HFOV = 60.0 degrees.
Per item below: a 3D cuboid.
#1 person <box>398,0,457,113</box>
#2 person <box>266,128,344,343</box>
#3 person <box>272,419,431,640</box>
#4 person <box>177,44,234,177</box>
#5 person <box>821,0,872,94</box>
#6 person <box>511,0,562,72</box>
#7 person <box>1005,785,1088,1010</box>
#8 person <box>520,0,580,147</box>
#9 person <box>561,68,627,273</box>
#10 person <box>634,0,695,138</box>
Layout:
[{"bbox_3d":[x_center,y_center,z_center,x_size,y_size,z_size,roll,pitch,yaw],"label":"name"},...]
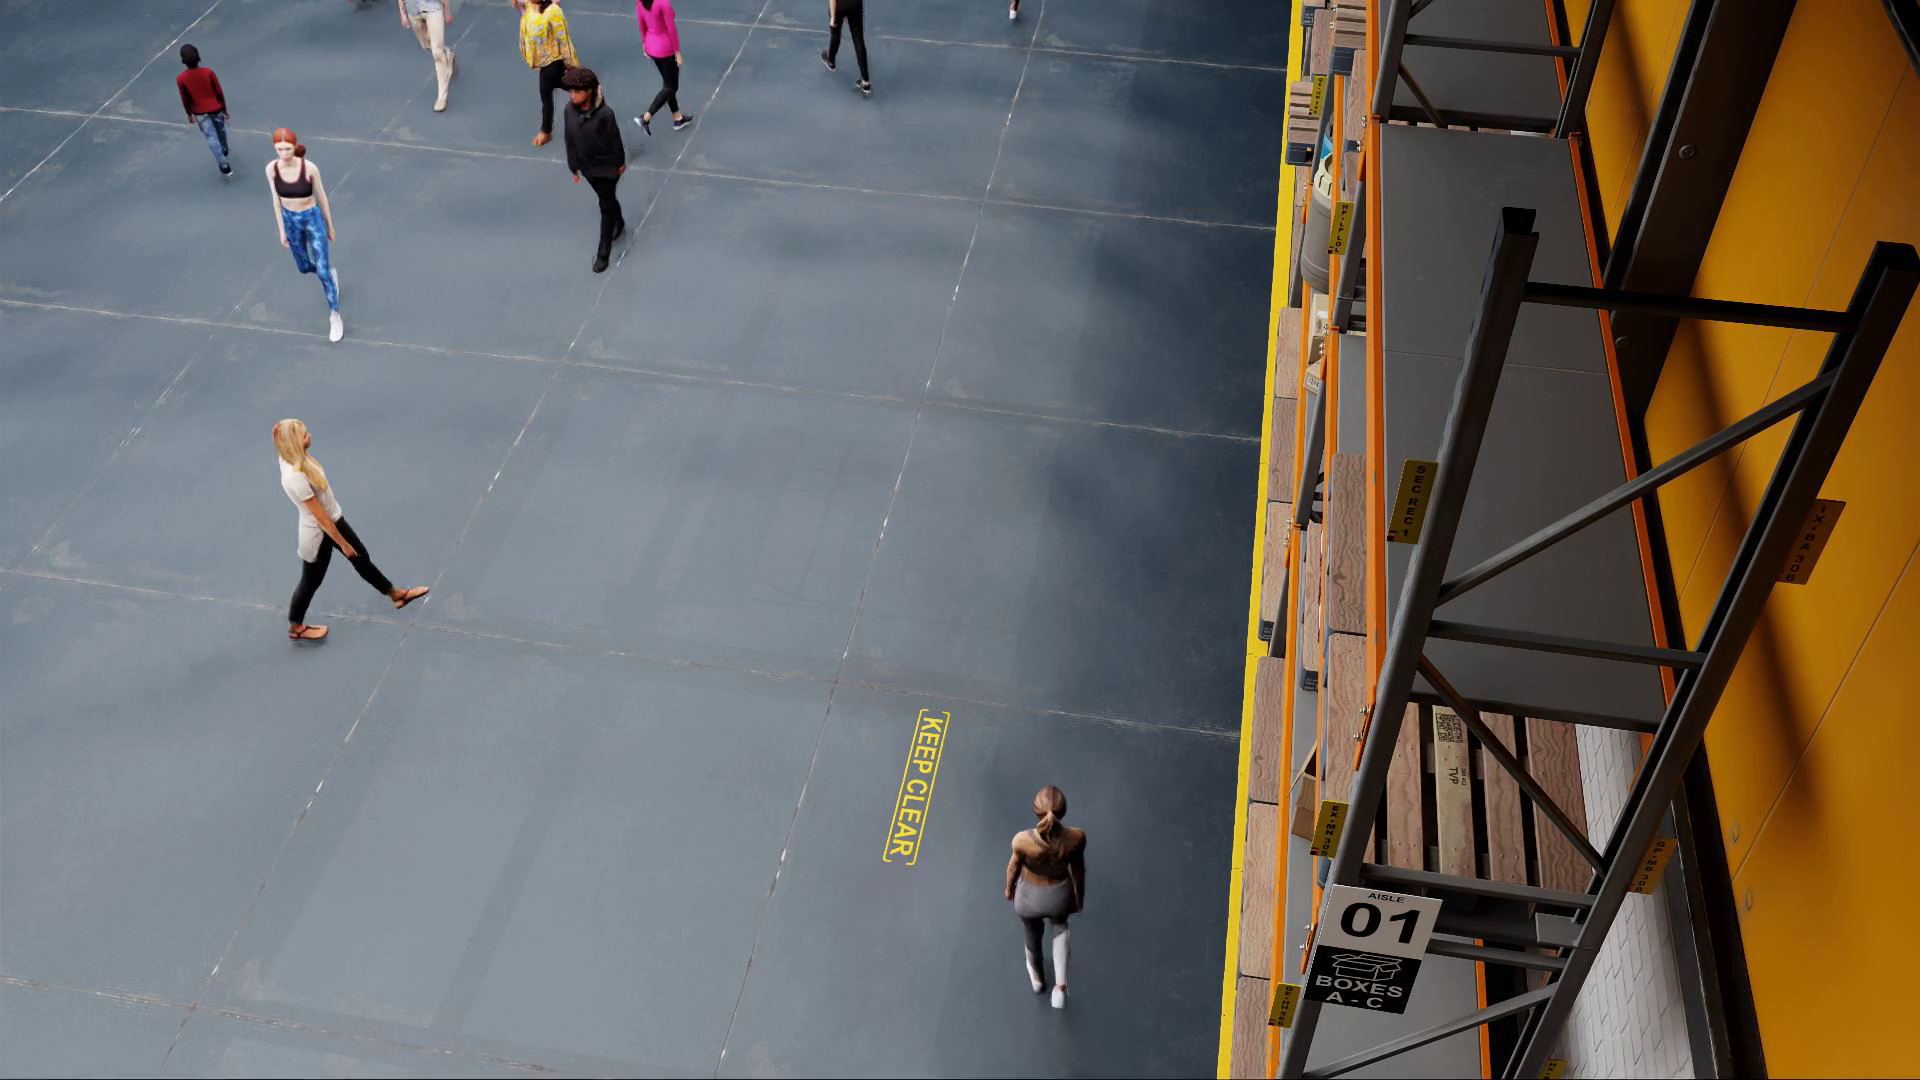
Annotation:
[{"bbox_3d":[-5.179,-5.197,16.199,0.632,1.822,1.105,7,44,7],"label":"person"},{"bbox_3d":[-5.284,-2.535,13.453,0.717,1.766,1.057,-3,44,-3],"label":"person"},{"bbox_3d":[-4.241,-0.007,10.787,1.139,1.773,1.203,-18,46,-18],"label":"person"},{"bbox_3d":[-6.920,-3.938,15.308,0.843,1.230,0.910,-25,49,-24],"label":"person"},{"bbox_3d":[-1.065,-5.178,16.341,1.012,1.600,1.135,-21,47,-21],"label":"person"},{"bbox_3d":[-4.174,-5.239,16.340,0.844,1.689,1.097,-4,44,-4],"label":"person"},{"bbox_3d":[0.462,1.959,8.781,0.679,1.693,0.805,-5,44,-5],"label":"person"},{"bbox_3d":[-3.794,-4.575,15.693,1.182,1.619,1.083,-31,51,-28],"label":"person"},{"bbox_3d":[-3.083,-3.260,14.237,0.659,1.724,1.116,9,44,10],"label":"person"},{"bbox_3d":[-2.873,-4.550,15.637,0.880,1.672,1.054,30,51,28],"label":"person"}]
